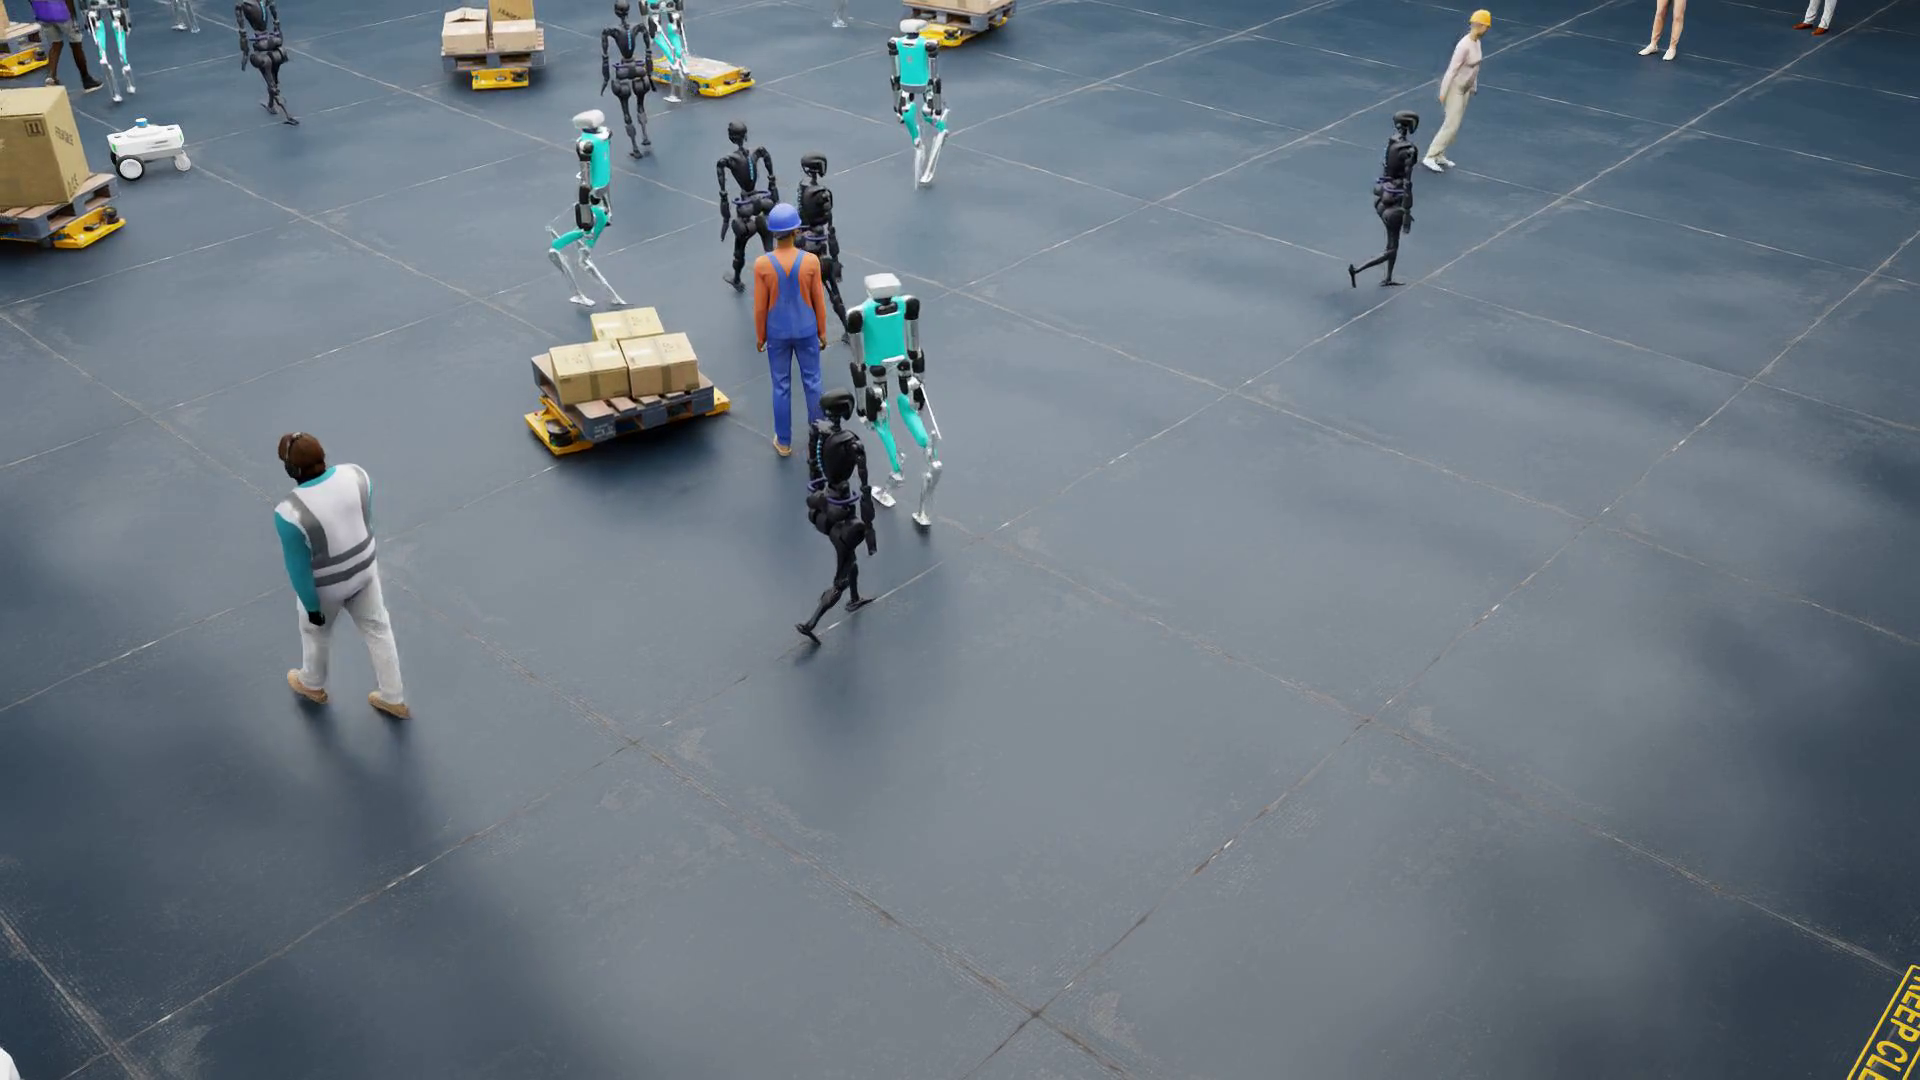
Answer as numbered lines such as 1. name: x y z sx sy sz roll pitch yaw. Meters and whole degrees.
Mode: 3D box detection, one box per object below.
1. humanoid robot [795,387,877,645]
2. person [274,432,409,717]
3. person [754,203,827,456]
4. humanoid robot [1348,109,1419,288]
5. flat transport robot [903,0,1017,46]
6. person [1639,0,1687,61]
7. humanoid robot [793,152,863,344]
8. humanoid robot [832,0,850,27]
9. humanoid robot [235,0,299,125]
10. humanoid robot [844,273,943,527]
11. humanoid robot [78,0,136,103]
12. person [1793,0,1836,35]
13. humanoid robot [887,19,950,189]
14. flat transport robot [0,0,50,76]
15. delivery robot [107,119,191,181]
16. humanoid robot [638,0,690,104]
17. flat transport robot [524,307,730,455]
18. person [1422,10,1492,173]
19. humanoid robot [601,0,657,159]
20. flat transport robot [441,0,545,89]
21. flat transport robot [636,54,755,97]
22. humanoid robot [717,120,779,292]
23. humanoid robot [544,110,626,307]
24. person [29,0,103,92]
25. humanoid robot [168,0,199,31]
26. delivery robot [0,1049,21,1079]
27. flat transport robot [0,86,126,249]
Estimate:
1. humanoid robot: -0.793 -0.169 10.134 0.754 1.633 0.591 -26 40 -35
2. person: -3.597 0.174 9.419 0.884 1.807 0.629 21 37 30
3. person: -1.222 -1.500 12.019 0.519 1.907 0.371 -4 32 -7
4. humanoid robot: 3.753 -3.000 14.669 0.584 1.639 0.601 -4 32 -7
5. flat transport robot: -0.006 -6.897 22.261 0.659 0.231 1.431 17 36 26
6. person: 9.005 -7.006 20.916 0.352 1.871 0.532 -26 40 -36
7. humanoid robot: -1.136 -2.399 13.705 0.635 1.643 0.600 -19 36 -27
8. humanoid robot: -1.689 -7.774 22.308 0.746 1.804 0.530 11 34 17
9. humanoid robot: -7.889 -5.556 18.810 0.778 1.622 0.585 16 35 25
10. humanoid robot: -0.382 -0.847 11.143 0.546 1.770 0.876 -16 35 -24
11. humanoid robot: -9.939 -5.974 19.404 0.554 1.786 0.886 -12 34 -18
12. person: 11.485 -7.623 21.951 0.360 1.829 0.515 -13 34 -20
13. humanoid robot: -0.368 -4.411 16.915 0.551 1.845 0.759 12 34 18
14. flat transport robot: -12.242 -6.034 20.871 1.431 0.231 0.659 9 33 14
15. delivery robot: -8.586 -4.138 17.544 0.774 0.592 0.499 -17 36 -25
16. humanoid robot: -3.347 -5.845 19.233 0.530 1.844 0.734 -19 36 -27
17. flat transport robot: -2.559 -1.027 12.808 1.431 0.231 0.659 -19 36 -27
18. person: 5.216 -4.692 17.384 0.442 1.660 0.501 20 37 28
19. humanoid robot: -3.537 -4.932 17.763 0.600 1.652 0.395 -16 35 -24
20. flat transport robot: -5.742 -5.884 20.629 0.659 0.231 1.431 -6 32 -10
21. flat transport robot: -3.254 -5.688 20.314 1.431 0.231 0.659 21 38 30
22. humanoid robot: -1.823 -2.861 14.462 0.612 1.616 0.790 -22 38 -31
23. humanoid robot: -3.307 -2.805 14.284 0.765 1.789 0.534 6 32 10
24. person: -10.625 -6.190 19.531 0.642 1.942 0.697 6 32 9
25. humanoid robot: -10.524 -7.551 22.009 0.556 1.864 0.789 -25 40 -35
26. delivery robot: -4.103 2.488 6.869 0.499 0.587 0.781 -11 33 -17
27. flat transport robot: -8.922 -3.077 16.109 1.431 0.231 0.659 7 32 11
